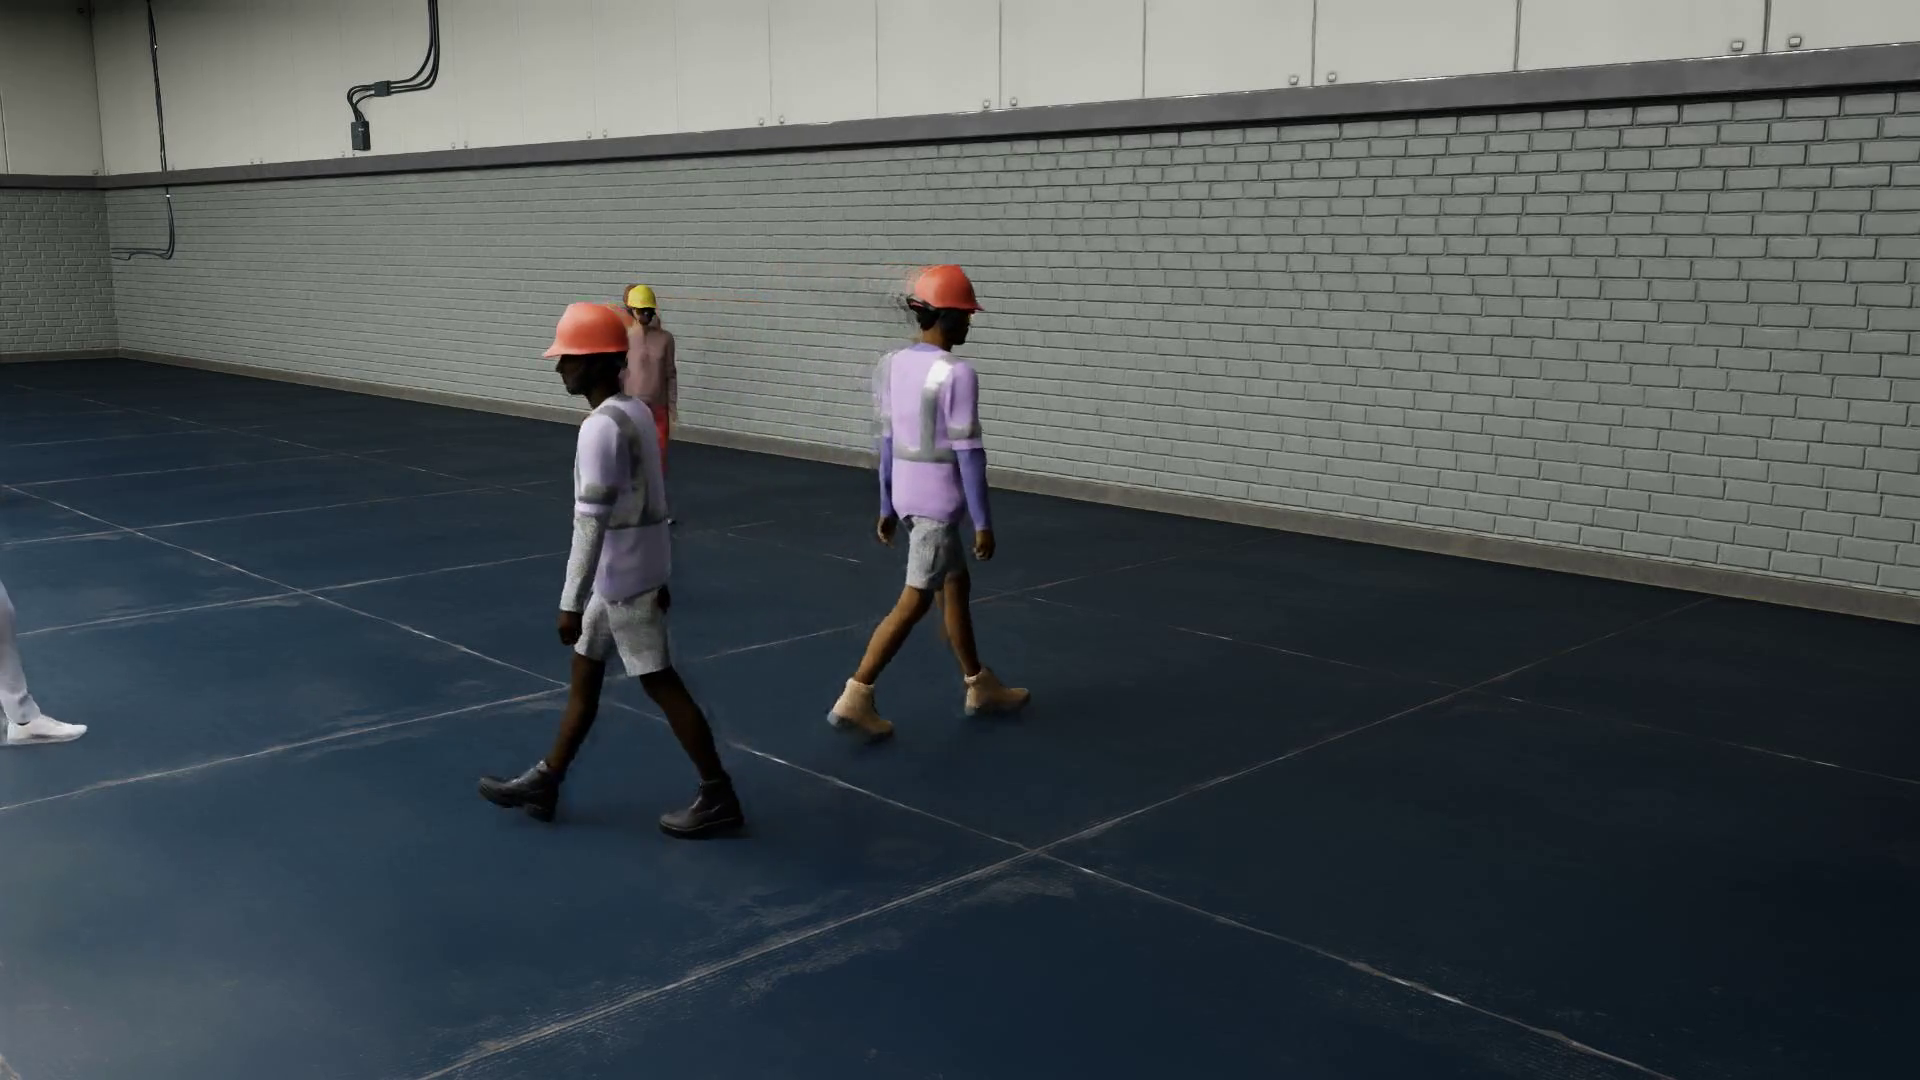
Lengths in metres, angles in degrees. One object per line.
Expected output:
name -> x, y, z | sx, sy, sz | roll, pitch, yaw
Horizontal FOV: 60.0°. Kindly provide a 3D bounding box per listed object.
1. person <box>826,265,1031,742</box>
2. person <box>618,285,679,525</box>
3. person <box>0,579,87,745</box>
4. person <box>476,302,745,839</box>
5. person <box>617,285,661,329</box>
person -> -0.146, -0.161, 7.049 | 1.051, 1.999, 0.628 | -6, 12, -30
person -> -2.287, -0.968, 12.084 | 0.517, 1.757, 0.337 | -8, 13, -36
person -> -4.148, -0.029, 6.742 | 0.866, 1.844, 0.537 | -3, 11, -16
person -> -1.230, 0.117, 5.839 | 1.011, 1.881, 0.567 | 0, 10, -1
person -> -3.093, -1.612, 15.913 | 0.522, 1.639, 0.305 | -4, 11, -19
